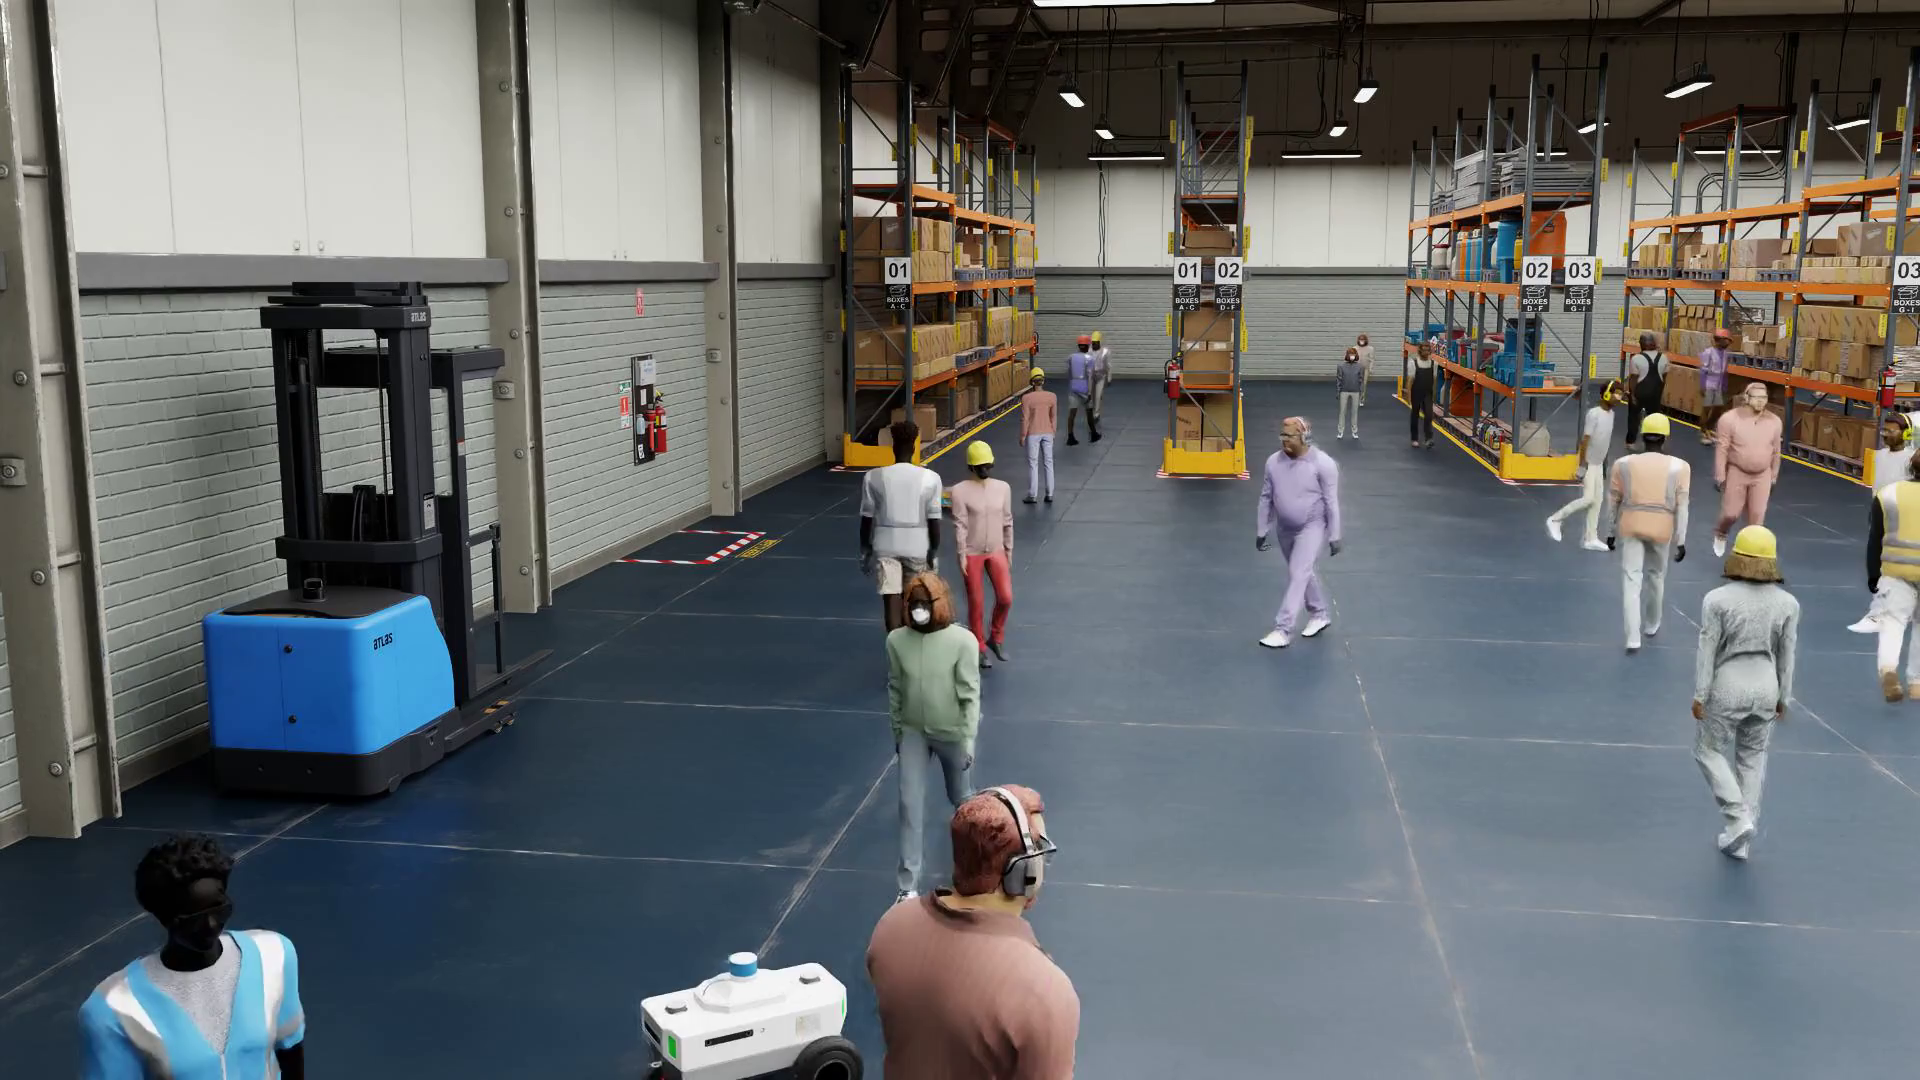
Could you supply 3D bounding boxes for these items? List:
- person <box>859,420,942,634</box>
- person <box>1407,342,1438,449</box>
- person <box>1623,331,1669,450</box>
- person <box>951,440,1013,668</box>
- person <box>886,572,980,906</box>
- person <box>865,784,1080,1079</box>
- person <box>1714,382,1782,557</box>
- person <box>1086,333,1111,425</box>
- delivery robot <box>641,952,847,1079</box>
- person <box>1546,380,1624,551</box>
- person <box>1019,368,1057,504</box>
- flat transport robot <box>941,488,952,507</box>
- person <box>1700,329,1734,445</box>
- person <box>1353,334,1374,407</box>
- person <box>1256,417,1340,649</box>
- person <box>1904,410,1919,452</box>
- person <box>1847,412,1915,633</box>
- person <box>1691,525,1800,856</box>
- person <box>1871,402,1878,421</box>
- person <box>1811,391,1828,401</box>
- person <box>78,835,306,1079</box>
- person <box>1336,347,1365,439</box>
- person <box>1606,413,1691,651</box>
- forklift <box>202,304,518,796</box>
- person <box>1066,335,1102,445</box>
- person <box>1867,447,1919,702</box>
[{"bbox_3d":[-0.436,0.072,12.359,0.612,1.924,1.011,-1,9,-6],"label":"person"},{"bbox_3d":[7.838,-2.438,28.155,0.537,1.788,0.987,1,9,4],"label":"person"},{"bbox_3d":[11.487,-2.476,27.768,0.686,2.000,0.890,-1,9,-6],"label":"person"},{"bbox_3d":[0.180,0.110,12.605,0.527,1.743,0.393,-4,10,-22],"label":"person"},{"bbox_3d":[-0.107,0.924,8.034,0.513,1.598,0.832,3,10,19],"label":"person"},{"bbox_3d":[0.110,1.465,3.866,0.960,1.858,0.666,-8,12,-42],"label":"person"},{"bbox_3d":[7.988,-0.662,16.888,0.659,1.892,0.619,1,9,5],"label":"person"},{"bbox_3d":[2.701,-3.220,32.997,0.602,1.799,0.918,3,10,19],"label":"person"},{"bbox_3d":[-0.783,1.742,6.033,0.707,0.478,0.477,-5,10,-28],"label":"delivery robot"},{"bbox_3d":[6.814,-0.822,18.063,0.629,1.842,0.544,9,13,44],"label":"person"},{"bbox_3d":[1.010,-1.354,21.591,0.524,1.760,0.328,-4,10,-25],"label":"person"},{"bbox_3d":[-0.145,-0.540,21.271,1.431,0.197,0.652,1,9,9],"label":"flat transport robot"},{"bbox_3d":[13.042,-2.649,28.881,0.658,1.997,0.456,-5,10,-27],"label":"person"},{"bbox_3d":[8.925,-3.766,36.920,0.498,1.612,0.507,3,10,15],"label":"person"},{"bbox_3d":[2.738,-0.079,13.466,1.015,1.851,0.653,-8,12,-41],"label":"person"},{"bbox_3d":[9.900,-0.687,16.971,0.602,1.922,0.857,3,10,17],"label":"person"},{"bbox_3d":[7.838,-0.152,13.909,0.735,1.852,0.517,-2,9,-12],"label":"person"},{"bbox_3d":[3.998,0.787,8.465,0.496,1.725,0.440,0,9,1],"label":"person"},{"bbox_3d":[17.309,-2.925,31.147,0.617,1.787,0.893,4,10,21],"label":"person"},{"bbox_3d":[19.944,-4.108,38.472,0.995,1.779,0.647,-7,11,-37],"label":"person"},{"bbox_3d":[-1.844,1.524,4.068,0.397,1.683,0.553,9,13,43],"label":"person"},{"bbox_3d":[7.012,-2.641,29.896,0.500,1.636,0.282,1,9,9],"label":"person"},{"bbox_3d":[5.516,-0.081,13.367,0.610,1.870,0.978,4,10,25],"label":"person"},{"bbox_3d":[-3.673,-0.038,10.147,1.129,2.768,1.873,1,9,9],"label":"forklift"},{"bbox_3d":[2.157,-2.620,28.982,0.557,1.889,0.961,6,11,33],"label":"person"},{"bbox_3d":[6.648,0.245,11.584,0.621,1.819,0.803,6,11,34],"label":"person"}]
